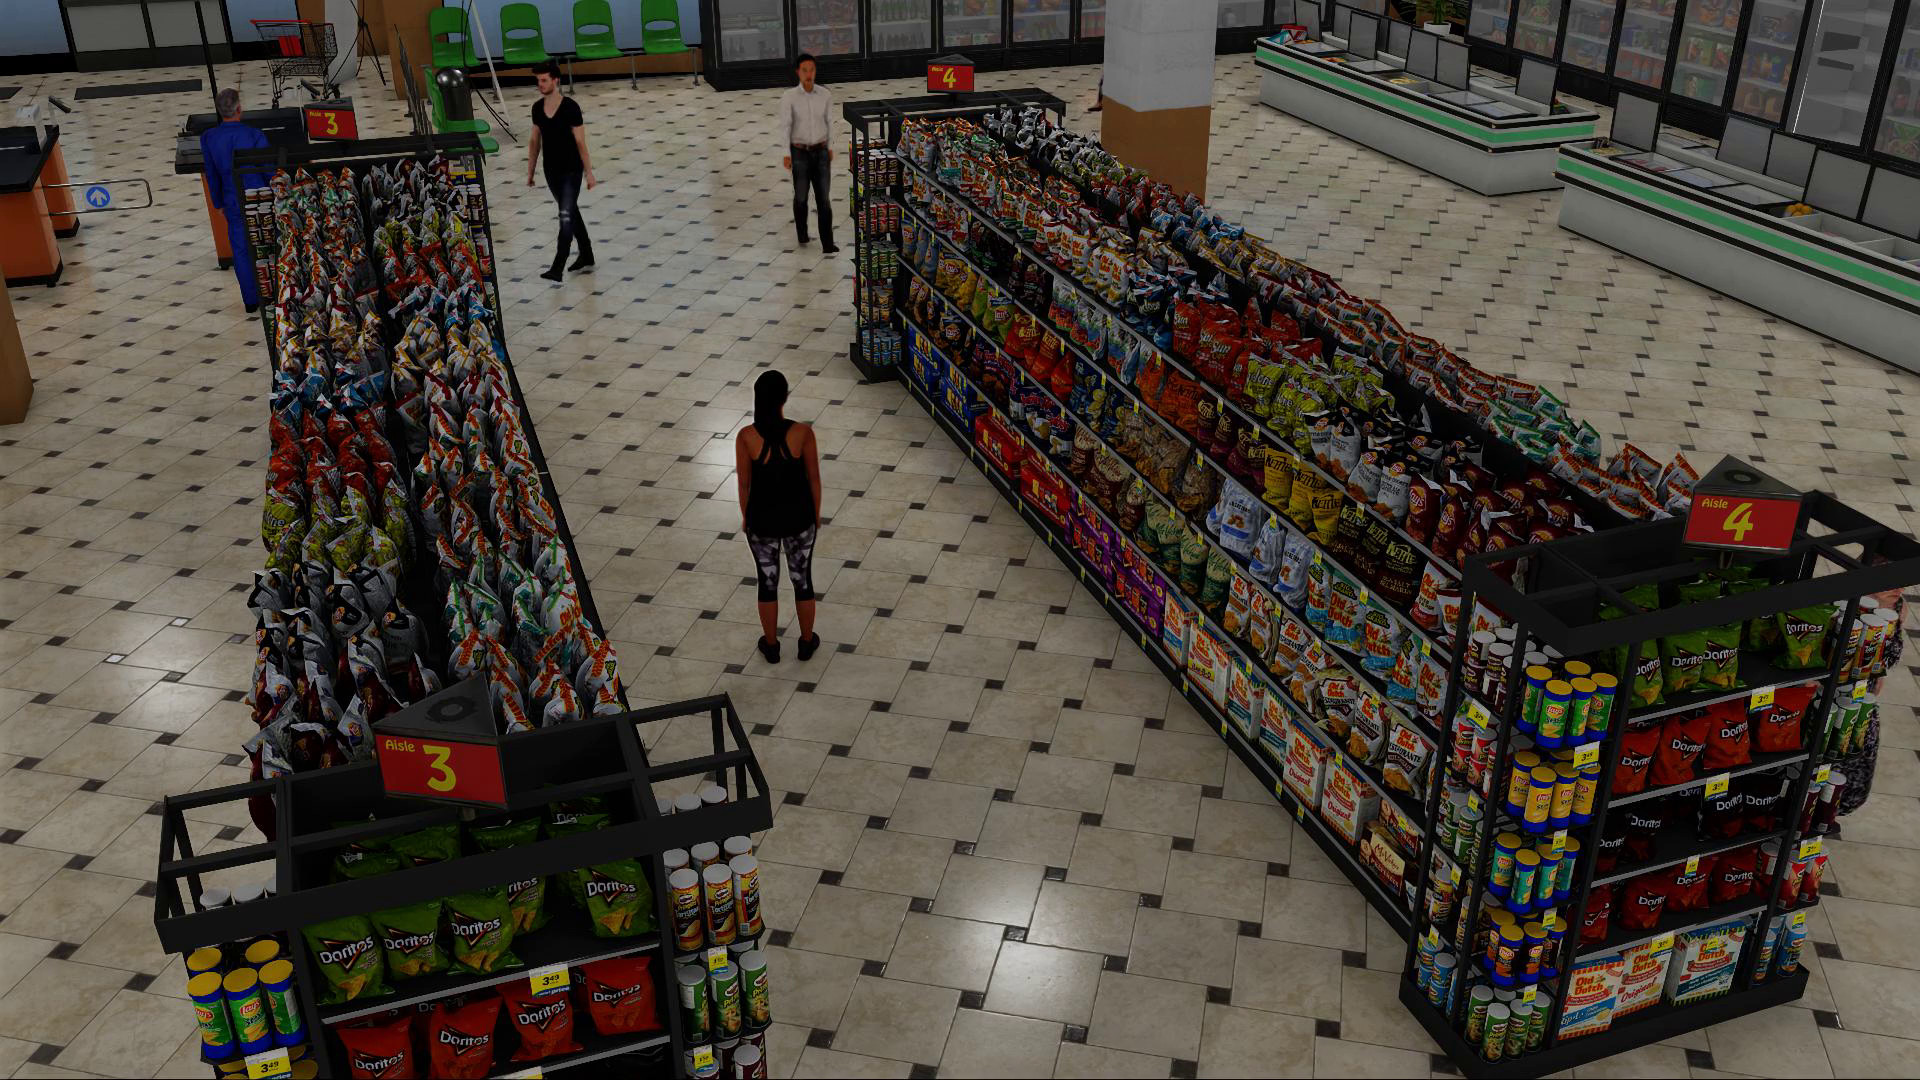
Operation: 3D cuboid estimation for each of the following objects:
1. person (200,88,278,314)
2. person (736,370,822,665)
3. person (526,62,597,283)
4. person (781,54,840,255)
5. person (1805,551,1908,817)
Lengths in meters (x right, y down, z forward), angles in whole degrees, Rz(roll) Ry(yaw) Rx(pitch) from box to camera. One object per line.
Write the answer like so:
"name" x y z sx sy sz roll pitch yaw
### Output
"person" -5.879 -2.787 13.726 0.768 1.828 0.657 -2 27 -4
"person" -0.935 -0.124 8.661 0.617 1.660 0.571 -4 27 -7
"person" -3.412 -3.235 14.576 1.161 1.860 1.208 13 29 23
"person" -1.422 -3.541 15.291 0.697 1.759 1.128 -9 28 -16
"person" 3.588 0.721 6.975 0.631 1.679 0.723 -5 27 -9
